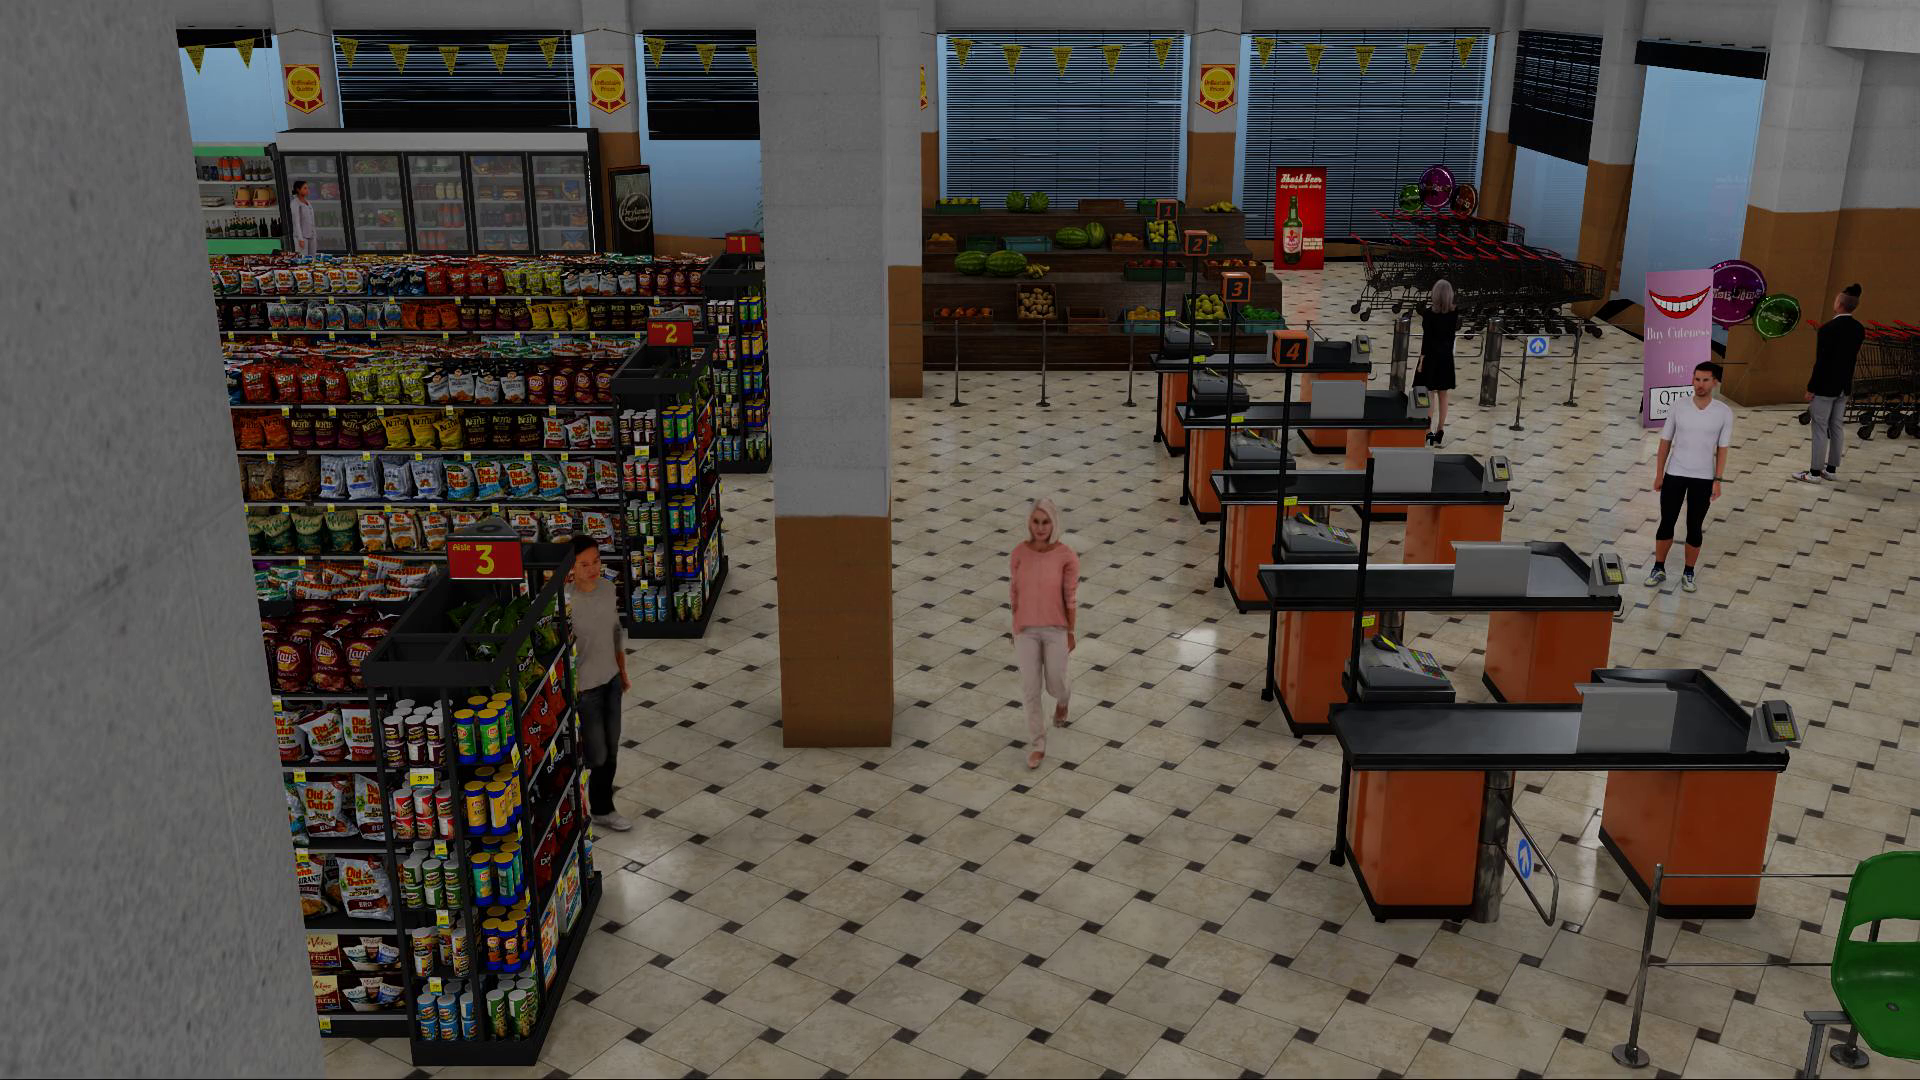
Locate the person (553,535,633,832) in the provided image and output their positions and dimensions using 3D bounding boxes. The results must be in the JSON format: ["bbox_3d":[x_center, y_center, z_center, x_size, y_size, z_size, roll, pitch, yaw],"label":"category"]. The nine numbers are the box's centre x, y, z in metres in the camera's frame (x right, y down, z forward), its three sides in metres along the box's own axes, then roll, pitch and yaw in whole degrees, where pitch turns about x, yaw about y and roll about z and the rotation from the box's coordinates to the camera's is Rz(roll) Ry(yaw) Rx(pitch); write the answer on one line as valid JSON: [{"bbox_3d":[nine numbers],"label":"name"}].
[{"bbox_3d":[-2.170,0.803,9.461,0.931,1.792,0.853,10,21,27],"label":"person"}]

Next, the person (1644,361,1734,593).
[{"bbox_3d":[5.835,-0.523,13.298,0.677,1.852,0.809,9,21,26],"label":"person"}]

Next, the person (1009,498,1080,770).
[{"bbox_3d":[0.532,0.539,10.373,0.889,1.708,0.801,5,19,15],"label":"person"}]

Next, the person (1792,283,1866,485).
[{"bbox_3d":[8.448,-1.519,16.098,0.686,1.950,0.852,-8,20,-23],"label":"person"}]

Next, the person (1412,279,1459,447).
[{"bbox_3d":[4.995,-1.866,17.446,0.620,1.747,0.737,-7,20,-20],"label":"person"}]

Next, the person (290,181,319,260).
[{"bbox_3d":[-10.255,-4.743,25.999,0.615,1.733,0.665,3,19,10],"label":"person"}]
